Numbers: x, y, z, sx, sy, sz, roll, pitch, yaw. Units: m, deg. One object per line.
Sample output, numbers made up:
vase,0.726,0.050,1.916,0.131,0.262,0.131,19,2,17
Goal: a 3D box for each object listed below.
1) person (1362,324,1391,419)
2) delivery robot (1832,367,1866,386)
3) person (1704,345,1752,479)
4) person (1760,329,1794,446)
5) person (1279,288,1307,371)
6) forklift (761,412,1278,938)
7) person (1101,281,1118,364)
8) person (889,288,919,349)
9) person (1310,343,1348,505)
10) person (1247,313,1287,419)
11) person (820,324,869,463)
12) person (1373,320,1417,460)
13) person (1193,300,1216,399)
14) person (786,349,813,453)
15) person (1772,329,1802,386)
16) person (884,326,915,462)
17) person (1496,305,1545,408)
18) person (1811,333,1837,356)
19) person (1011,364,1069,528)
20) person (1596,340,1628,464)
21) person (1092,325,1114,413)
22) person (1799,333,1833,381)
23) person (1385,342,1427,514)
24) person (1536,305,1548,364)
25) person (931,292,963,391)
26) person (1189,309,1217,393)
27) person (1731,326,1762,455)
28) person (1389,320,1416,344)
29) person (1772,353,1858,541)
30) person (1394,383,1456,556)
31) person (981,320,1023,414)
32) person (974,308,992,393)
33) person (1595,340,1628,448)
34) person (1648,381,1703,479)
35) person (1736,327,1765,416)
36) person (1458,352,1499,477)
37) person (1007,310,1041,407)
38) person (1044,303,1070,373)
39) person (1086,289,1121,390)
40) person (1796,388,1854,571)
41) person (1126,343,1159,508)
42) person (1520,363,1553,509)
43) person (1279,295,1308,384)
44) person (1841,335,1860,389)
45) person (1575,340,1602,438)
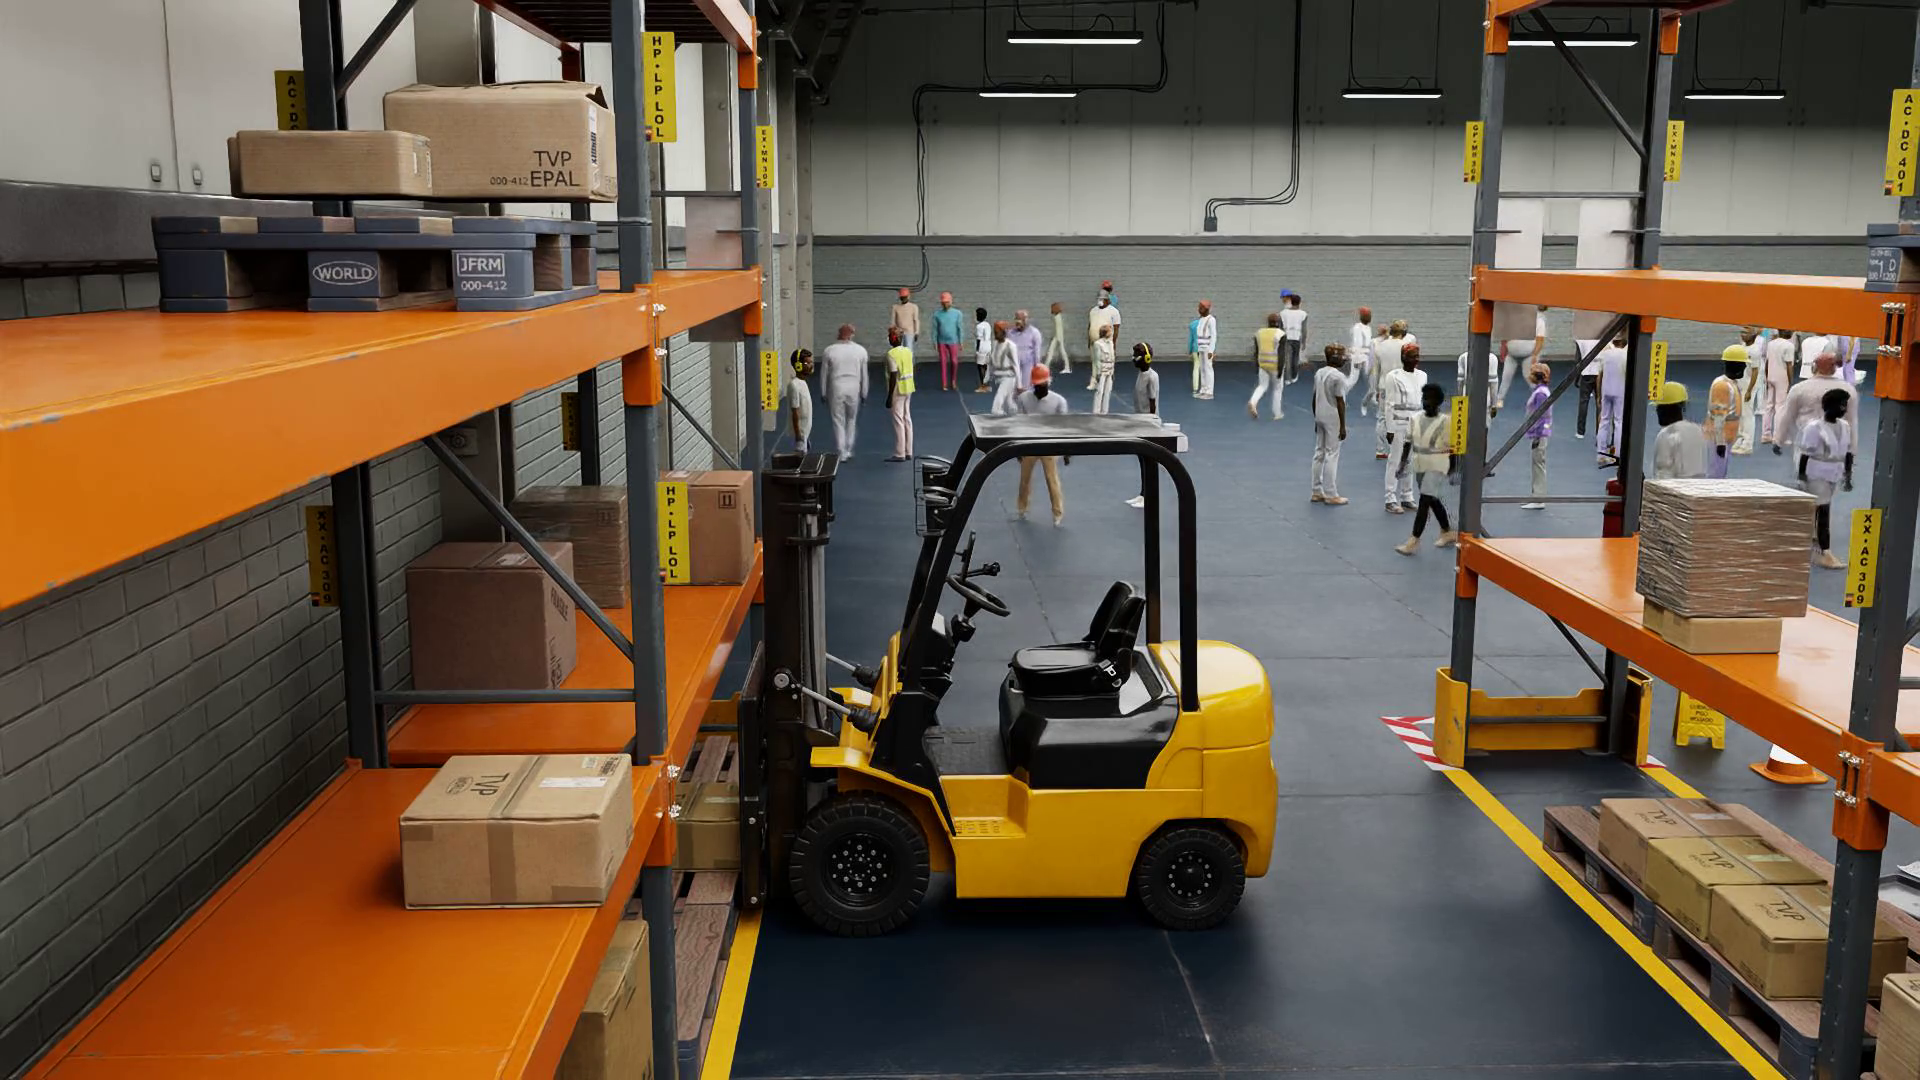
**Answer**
person,7.057,-2.841,28.055,0.540,1.615,0.505,-3,11,-15
delivery robot,17.694,-3.285,33.238,0.707,0.478,0.477,9,13,40
person,8.024,-1.081,17.434,0.390,1.922,0.589,7,12,34
person,12.049,-2.303,24.438,0.331,1.843,0.519,-2,10,-12
person,7.691,-4.863,38.552,0.633,1.945,0.639,4,11,20
forklift,0.291,0.548,7.580,2.313,2.155,1.214,0,10,-2
person,3.580,-5.303,40.607,0.388,2.036,0.615,10,14,43
person,-1.248,-4.572,36.729,0.630,1.974,0.625,3,11,14
person,4.221,-1.321,18.967,0.327,1.841,0.514,-5,11,-24
person,5.179,-2.909,27.937,0.625,1.815,0.788,10,14,43
person,-1.597,-2.002,22.712,0.638,1.865,0.734,-3,11,-16
person,5.908,-2.024,22.644,0.628,1.933,0.367,9,13,40
person,4.678,-3.626,31.693,0.337,1.882,0.585,-3,11,-14
person,-1.659,-1.073,17.513,0.329,1.873,0.516,0,10,1
person,15.478,-3.516,31.176,0.530,1.858,0.337,2,10,9
person,-0.817,-1.978,22.623,0.389,1.845,0.564,5,11,26
person,10.114,-3.392,29.955,0.709,2.000,0.584,7,12,35
person,14.583,-2.999,28.111,0.646,1.929,0.380,-9,14,-41
person,0.855,-1.001,17.535,0.604,1.738,0.399,5,11,25
person,8.775,-1.914,22.267,0.325,1.843,0.517,-8,13,-39
person,2.363,-2.717,27.376,0.312,1.634,0.557,7,12,33
person,12.812,-2.390,24.917,0.390,1.846,0.564,-3,11,-15
person,4.934,-1.236,18.391,0.575,1.883,0.355,-6,12,-30
person,12.886,-4.503,36.983,0.313,1.741,0.487,7,13,36
person,-0.269,-3.980,33.395,0.651,1.976,0.443,1,10,4
person,4.816,-3.786,32.958,0.569,1.750,0.335,4,11,21
person,11.070,-2.123,23.431,0.342,1.846,0.508,2,10,10
person,7.733,-3.046,29.187,0.518,1.630,0.316,7,12,33
person,8.665,-0.960,16.906,0.665,1.867,0.933,1,10,6
person,4.540,-0.696,16.023,0.916,1.653,0.530,-6,12,-30
person,0.720,-2.367,24.831,0.975,1.845,0.574,-5,11,-25
person,0.453,-3.750,32.937,0.320,1.691,0.539,4,11,23
person,9.564,-2.301,24.204,0.543,1.931,0.388,-4,11,-19
person,5.577,-0.292,13.057,0.604,1.906,0.436,-7,12,-35
person,13.679,-2.967,28.845,0.520,1.582,0.912,-3,10,-14
person,6.601,-1.765,21.180,0.357,1.938,0.543,-10,14,-44
person,1.034,-2.787,27.031,0.642,1.890,0.502,6,12,30
person,2.131,-4.587,37.868,0.843,1.593,0.519,2,10,10
person,2.842,-4.016,33.431,0.682,2.000,0.538,7,12,33
person,7.999,-0.596,15.455,0.538,1.657,0.865,-4,11,-23
person,2.074,-1.293,18.777,0.335,1.860,0.508,-2,10,-10
person,6.478,-1.163,18.658,0.303,1.639,0.525,3,11,18
person,7.004,-4.216,35.061,0.601,1.865,1.011,2,10,13
person,16.587,-3.483,31.050,0.350,1.838,0.501,3,11,15
person,9.654,-2.489,25.294,0.591,1.910,0.377,4,11,21
